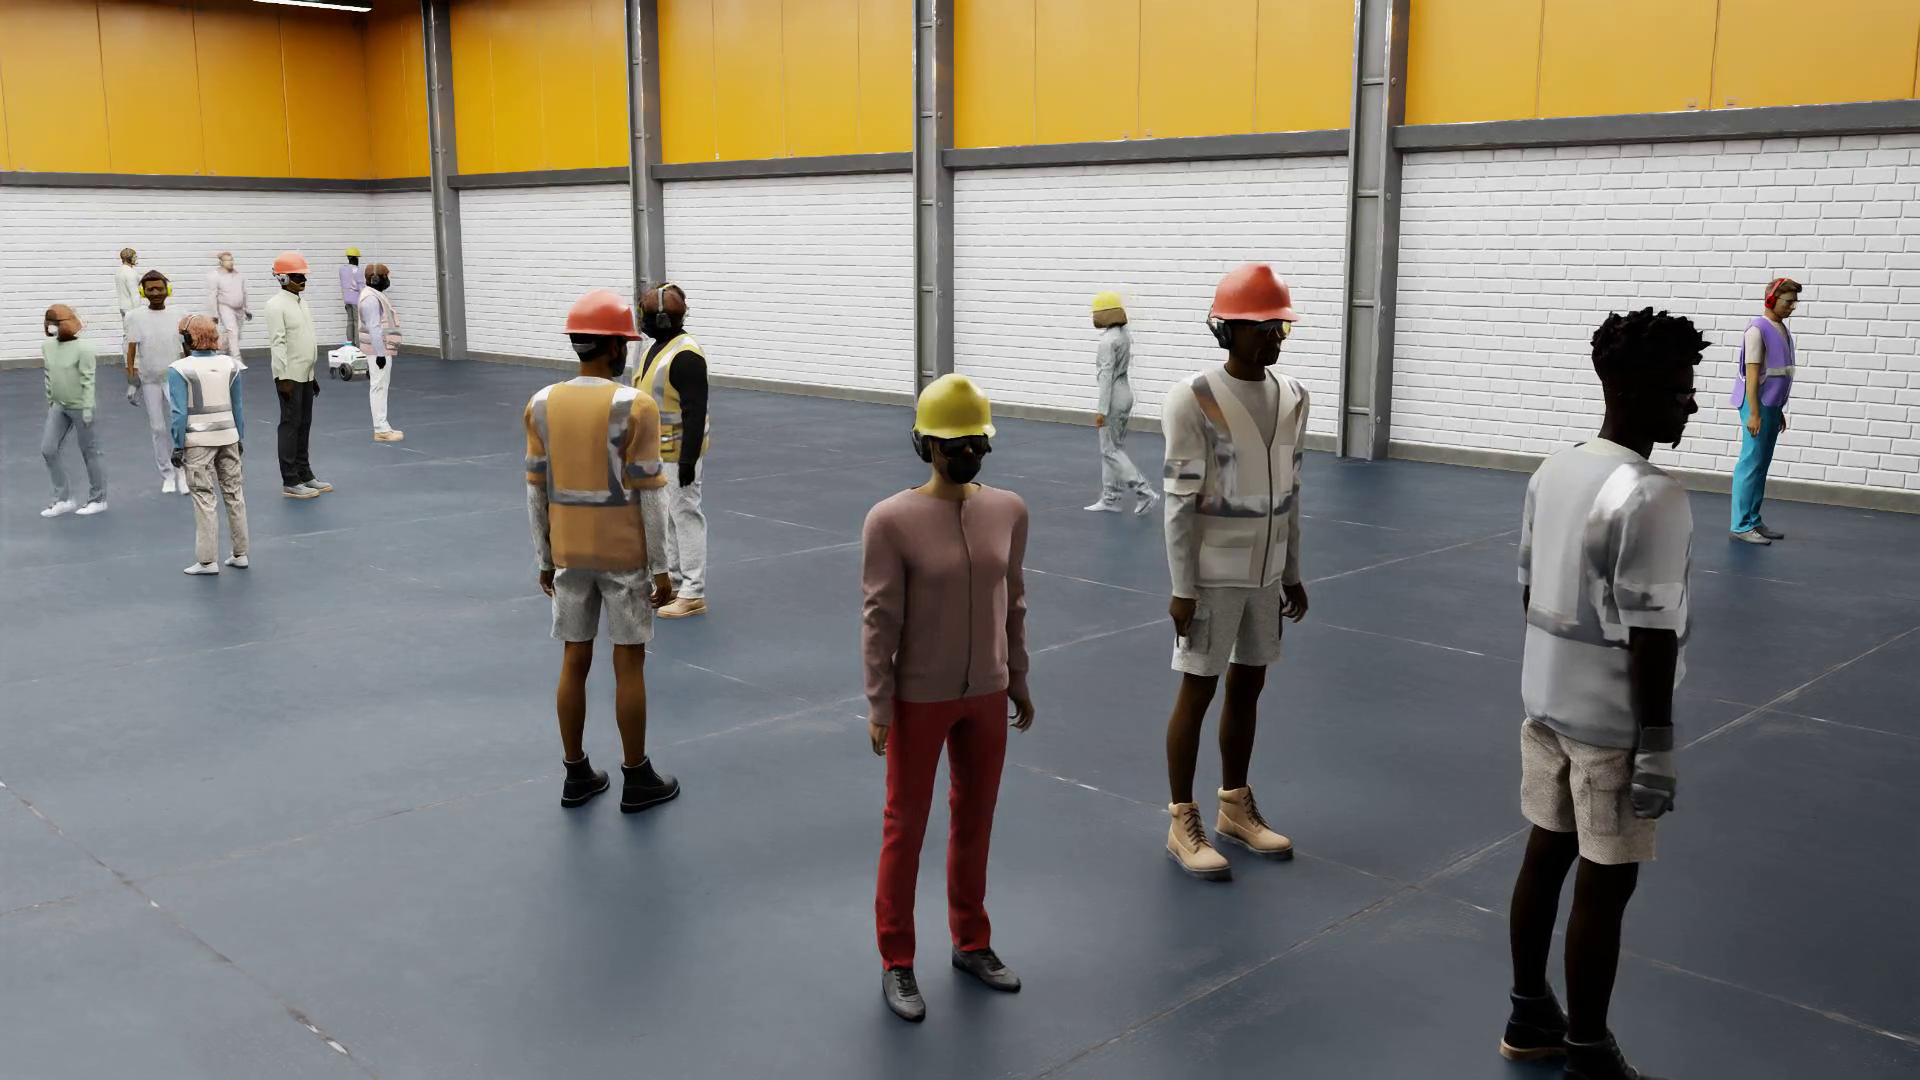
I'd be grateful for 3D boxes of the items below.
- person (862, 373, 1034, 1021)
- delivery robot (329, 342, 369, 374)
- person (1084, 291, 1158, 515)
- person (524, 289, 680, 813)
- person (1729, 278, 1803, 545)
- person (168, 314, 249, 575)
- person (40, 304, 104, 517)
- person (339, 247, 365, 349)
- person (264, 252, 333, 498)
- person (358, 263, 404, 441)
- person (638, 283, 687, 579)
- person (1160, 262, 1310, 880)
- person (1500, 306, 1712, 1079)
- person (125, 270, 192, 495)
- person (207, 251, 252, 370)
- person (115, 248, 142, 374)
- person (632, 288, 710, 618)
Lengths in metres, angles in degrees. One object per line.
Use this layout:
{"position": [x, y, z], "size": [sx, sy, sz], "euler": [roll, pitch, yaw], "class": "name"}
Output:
{"position": [-0.019, 0.426, 4.573], "size": [0.533, 1.767, 0.323], "euler": [-7, 12, -32], "class": "person"}
{"position": [-9.043, -2.695, 24.638], "size": [0.707, 0.478, 0.477], "euler": [9, 14, 40], "class": "delivery robot"}
{"position": [1.236, -1.024, 12.652], "size": [0.639, 1.717, 0.534], "euler": [4, 11, 22], "class": "person"}
{"position": [-1.317, 0.045, 6.187], "size": [0.551, 1.933, 0.376], "euler": [3, 11, 17], "class": "person"}
{"position": [5.596, -0.899, 11.602], "size": [0.389, 1.837, 0.563], "euler": [9, 14, 42], "class": "person"}
{"position": [-4.736, -0.595, 10.490], "size": [0.309, 1.637, 0.522], "euler": [5, 12, 27], "class": "person"}
{"position": [-6.780, -0.971, 12.575], "size": [0.531, 1.610, 0.583], "euler": [3, 11, 18], "class": "person"}
{"position": [-10.843, -4.280, 29.810], "size": [0.587, 1.925, 0.390], "euler": [7, 12, 33], "class": "person"}
{"position": [-5.437, -1.349, 13.626], "size": [0.376, 1.995, 0.612], "euler": [0, 10, 0], "class": "person"}
{"position": [-6.036, -1.956, 17.356], "size": [0.429, 1.844, 0.627], "euler": [-3, 11, -17], "class": "person"}
{"position": [-1.796, -0.655, 10.247], "size": [0.465, 1.843, 0.554], "euler": [-2, 11, -13], "class": "person"}
{"position": [0.945, 0.102, 5.581], "size": [0.609, 2.044, 0.393], "euler": [-7, 12, -33], "class": "person"}
{"position": [1.577, 0.415, 4.089], "size": [0.369, 1.963, 0.609], "euler": [-1, 10, -7], "class": "person"}
{"position": [-6.546, -1.271, 13.628], "size": [0.517, 1.834, 0.717], "euler": [-5, 11, -25], "class": "person"}
{"position": [-11.728, -3.677, 26.635], "size": [0.831, 1.885, 0.640], "euler": [5, 11, 25], "class": "person"}
{"position": [-12.819, -3.545, 25.753], "size": [0.630, 1.940, 0.372], "euler": [10, 14, 43], "class": "person"}
{"position": [-1.627, -0.485, 9.344], "size": [0.430, 1.841, 0.624], "euler": [-6, 12, -28], "class": "person"}
